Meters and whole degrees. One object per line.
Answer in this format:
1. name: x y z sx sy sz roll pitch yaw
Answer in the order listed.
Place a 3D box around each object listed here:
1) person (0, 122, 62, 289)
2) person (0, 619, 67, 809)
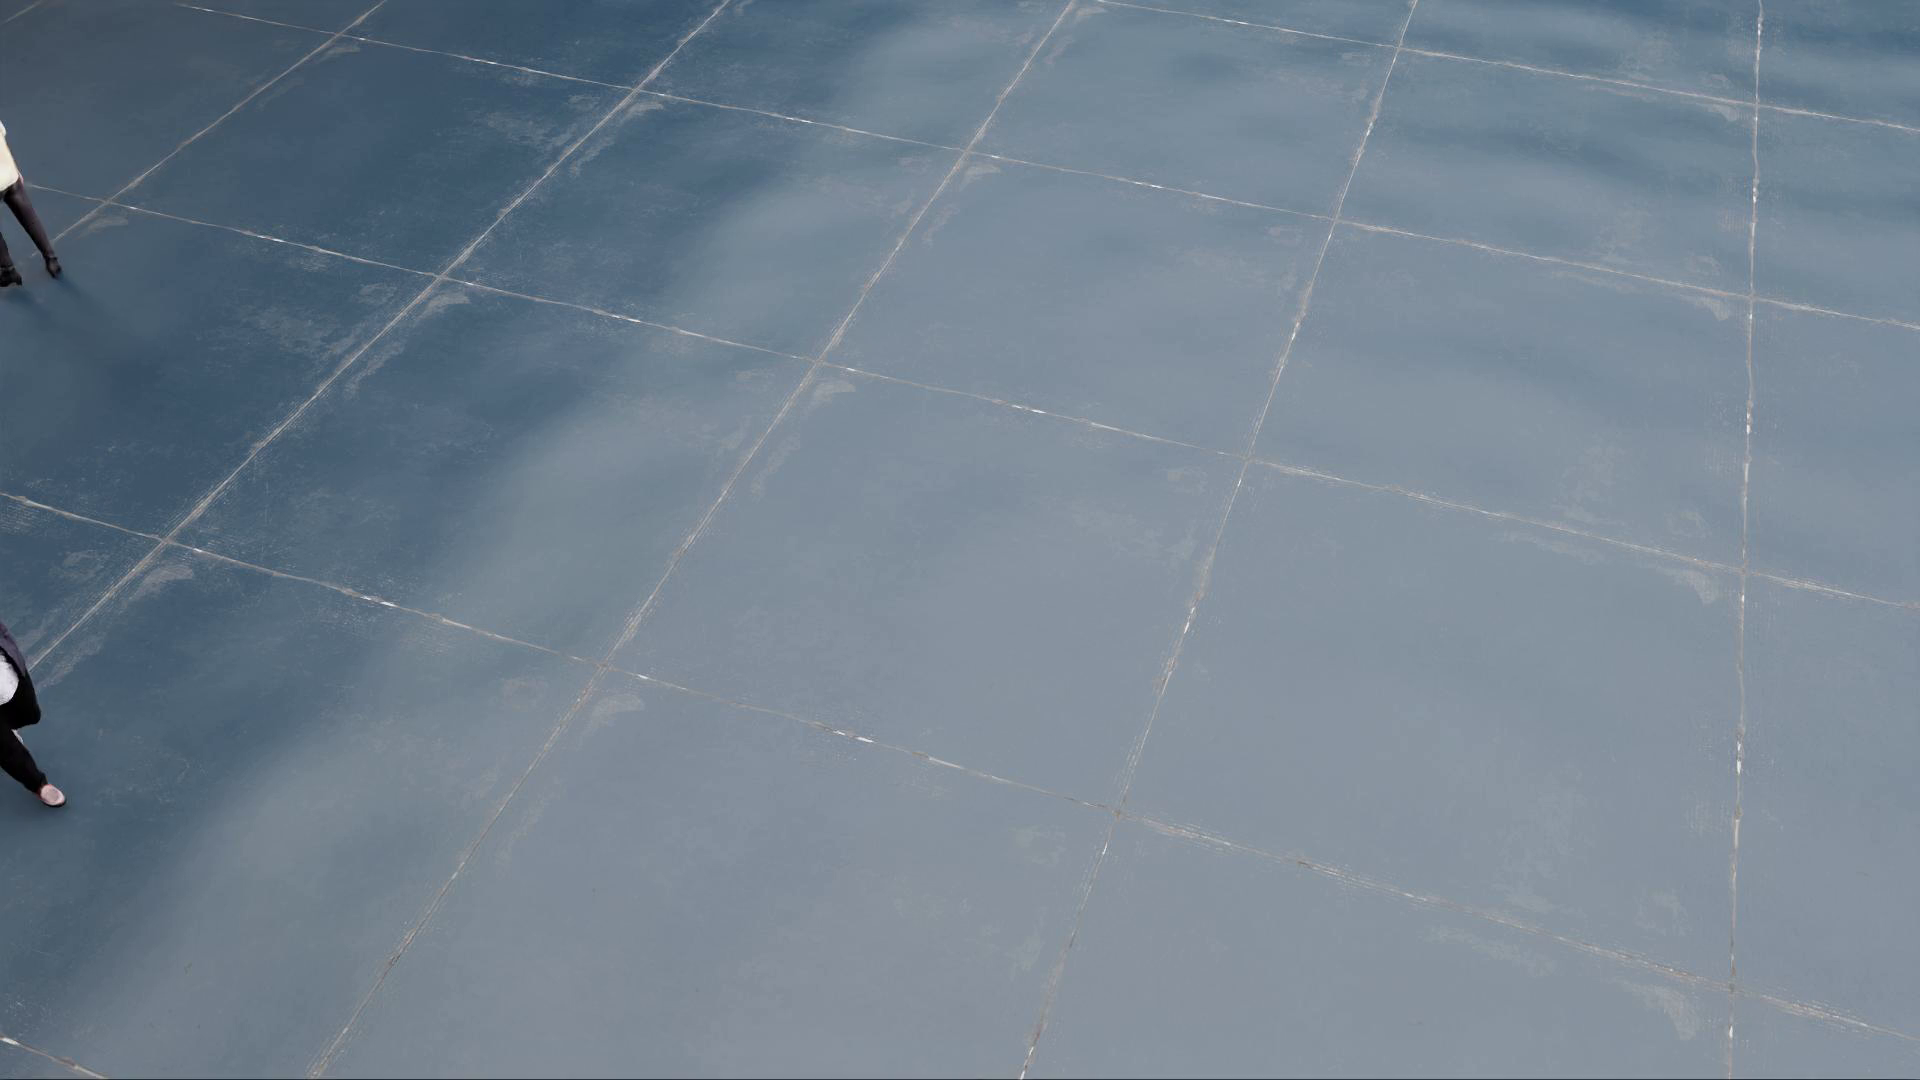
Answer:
1. person: -6.683 -2.482 11.573 0.577 1.579 0.626 19 46 19
2. person: -4.880 0.663 8.205 0.946 1.578 0.756 22 47 22
